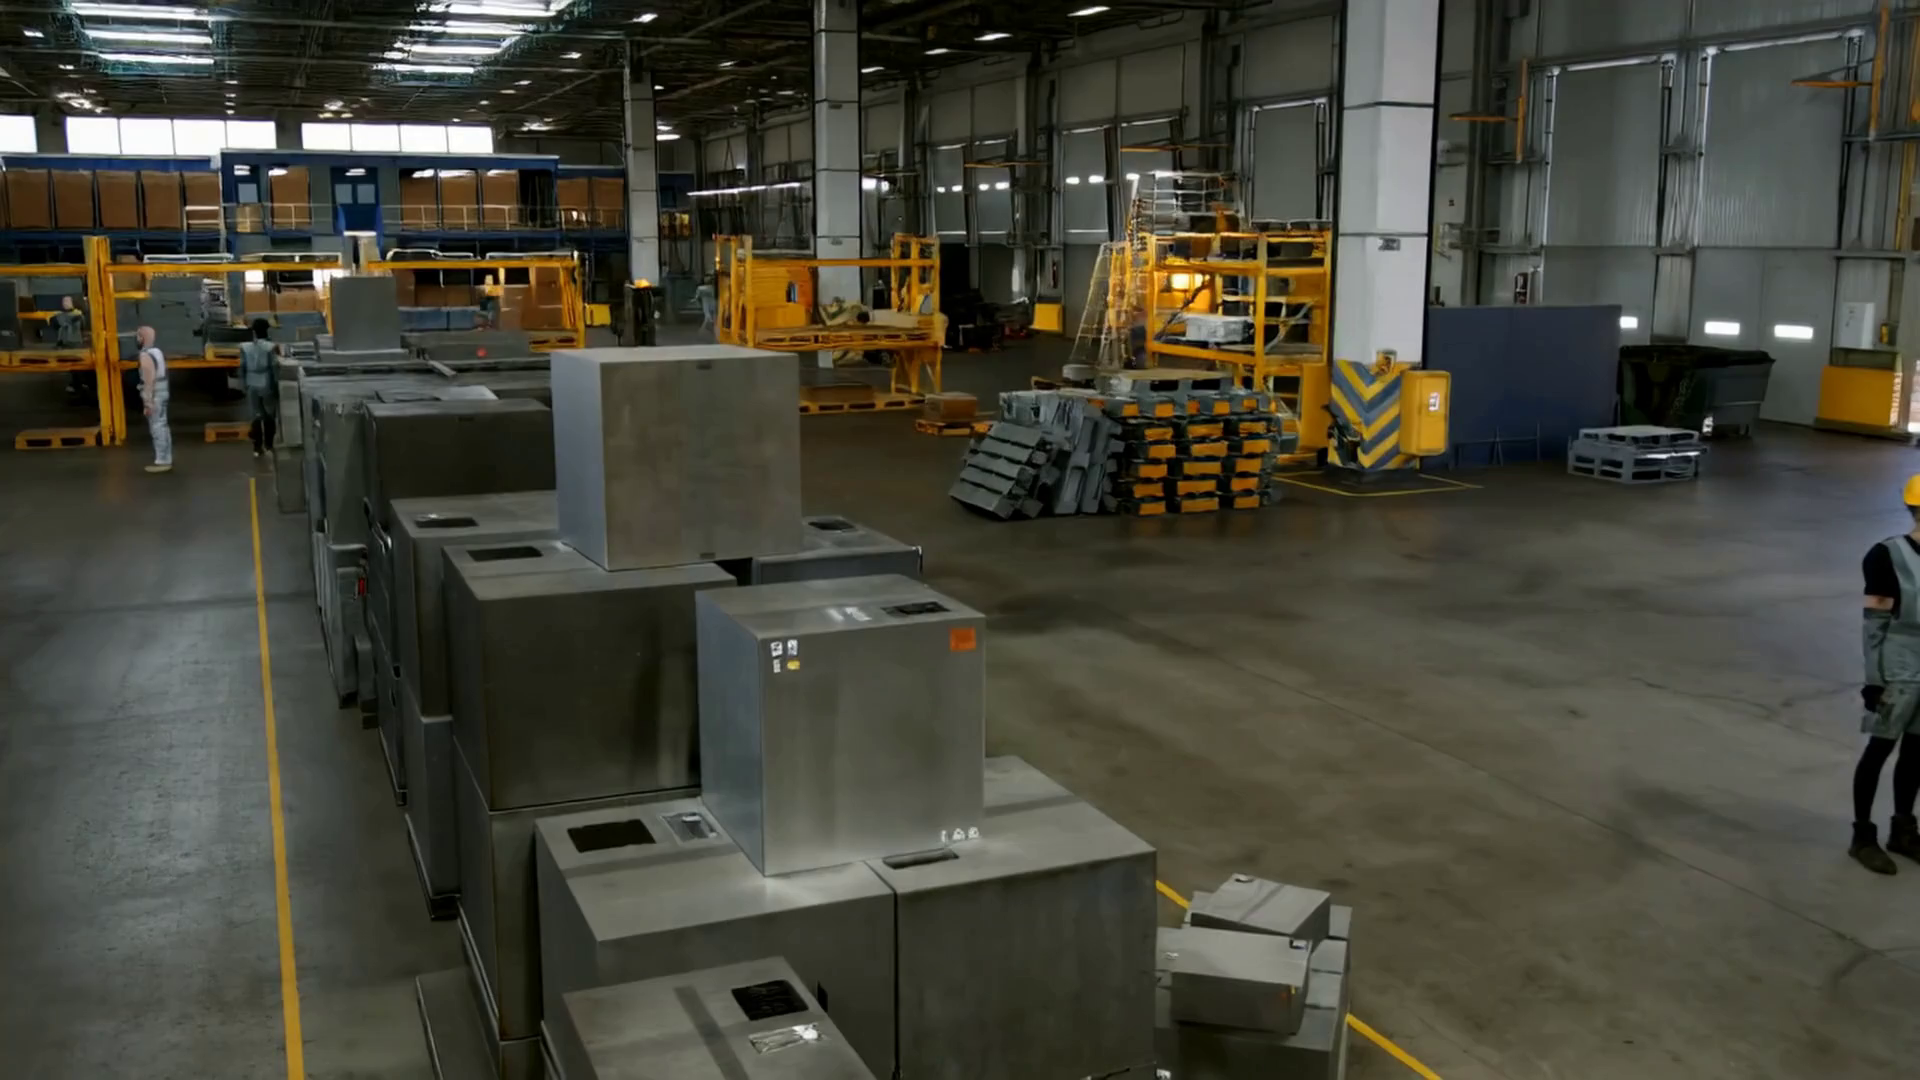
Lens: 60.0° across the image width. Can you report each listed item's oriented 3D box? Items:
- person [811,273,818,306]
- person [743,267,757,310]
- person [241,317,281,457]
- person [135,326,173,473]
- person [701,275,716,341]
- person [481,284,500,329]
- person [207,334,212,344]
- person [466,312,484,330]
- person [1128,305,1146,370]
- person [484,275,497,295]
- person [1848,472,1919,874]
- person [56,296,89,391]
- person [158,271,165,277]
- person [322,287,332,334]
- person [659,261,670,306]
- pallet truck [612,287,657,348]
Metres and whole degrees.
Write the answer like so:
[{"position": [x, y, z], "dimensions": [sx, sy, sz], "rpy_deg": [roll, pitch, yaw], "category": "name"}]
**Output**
[{"position": [-4.831, -8.278, 57.177], "dimensions": [0.429, 1.844, 0.627], "rpy_deg": [7, 12, 32], "category": "person"}, {"position": [-8.870, -10.581, 69.757], "dimensions": [0.605, 1.889, 0.953], "rpy_deg": [-6, 12, -28], "category": "person"}, {"position": [-9.584, -2.091, 22.862], "dimensions": [0.593, 1.920, 0.391], "rpy_deg": [4, 11, 20], "category": "person"}, {"position": [-10.363, -1.801, 21.365], "dimensions": [0.356, 1.881, 0.575], "rpy_deg": [-1, 10, -7], "category": "person"}, {"position": [-7.340, -6.764, 48.579], "dimensions": [0.468, 1.928, 0.632], "rpy_deg": [5, 11, 24], "category": "person"}, {"position": [-12.217, -5.789, 43.551], "dimensions": [0.640, 1.816, 0.792], "rpy_deg": [6, 12, 32], "category": "person"}, {"position": [-20.527, -6.008, 44.554], "dimensions": [0.935, 1.879, 0.561], "rpy_deg": [-3, 11, -16], "category": "person"}, {"position": [-7.192, -2.416, 24.671], "dimensions": [0.610, 1.902, 0.701], "rpy_deg": [5, 11, 26], "category": "person"}, {"position": [2.894, -2.908, 27.428], "dimensions": [0.958, 1.894, 0.567], "rpy_deg": [10, 14, 43], "category": "person"}, {"position": [-13.543, -6.670, 48.045], "dimensions": [0.356, 1.937, 0.638], "rpy_deg": [0, 10, 2], "category": "person"}, {"position": [4.528, 0.616, 7.889], "dimensions": [0.545, 1.938, 0.362], "rpy_deg": [-3, 11, -16], "category": "person"}, {"position": [-17.508, -3.871, 32.809], "dimensions": [0.511, 1.872, 0.329], "rpy_deg": [-6, 12, -31], "category": "person"}, {"position": [-28.854, -8.824, 60.181], "dimensions": [0.575, 1.851, 0.892], "rpy_deg": [-4, 11, -19], "category": "person"}, {"position": [-15.385, -5.326, 40.900], "dimensions": [0.516, 1.842, 0.328], "rpy_deg": [-3, 11, -15], "category": "person"}, {"position": [-13.144, -11.404, 74.010], "dimensions": [0.612, 1.986, 0.408], "rpy_deg": [0, 10, -2], "category": "person"}, {"position": [-6.464, -4.406, 35.401], "dimensions": [0.823, 1.965, 1.885], "rpy_deg": [6, 12, 32], "category": "pallet truck"}]
